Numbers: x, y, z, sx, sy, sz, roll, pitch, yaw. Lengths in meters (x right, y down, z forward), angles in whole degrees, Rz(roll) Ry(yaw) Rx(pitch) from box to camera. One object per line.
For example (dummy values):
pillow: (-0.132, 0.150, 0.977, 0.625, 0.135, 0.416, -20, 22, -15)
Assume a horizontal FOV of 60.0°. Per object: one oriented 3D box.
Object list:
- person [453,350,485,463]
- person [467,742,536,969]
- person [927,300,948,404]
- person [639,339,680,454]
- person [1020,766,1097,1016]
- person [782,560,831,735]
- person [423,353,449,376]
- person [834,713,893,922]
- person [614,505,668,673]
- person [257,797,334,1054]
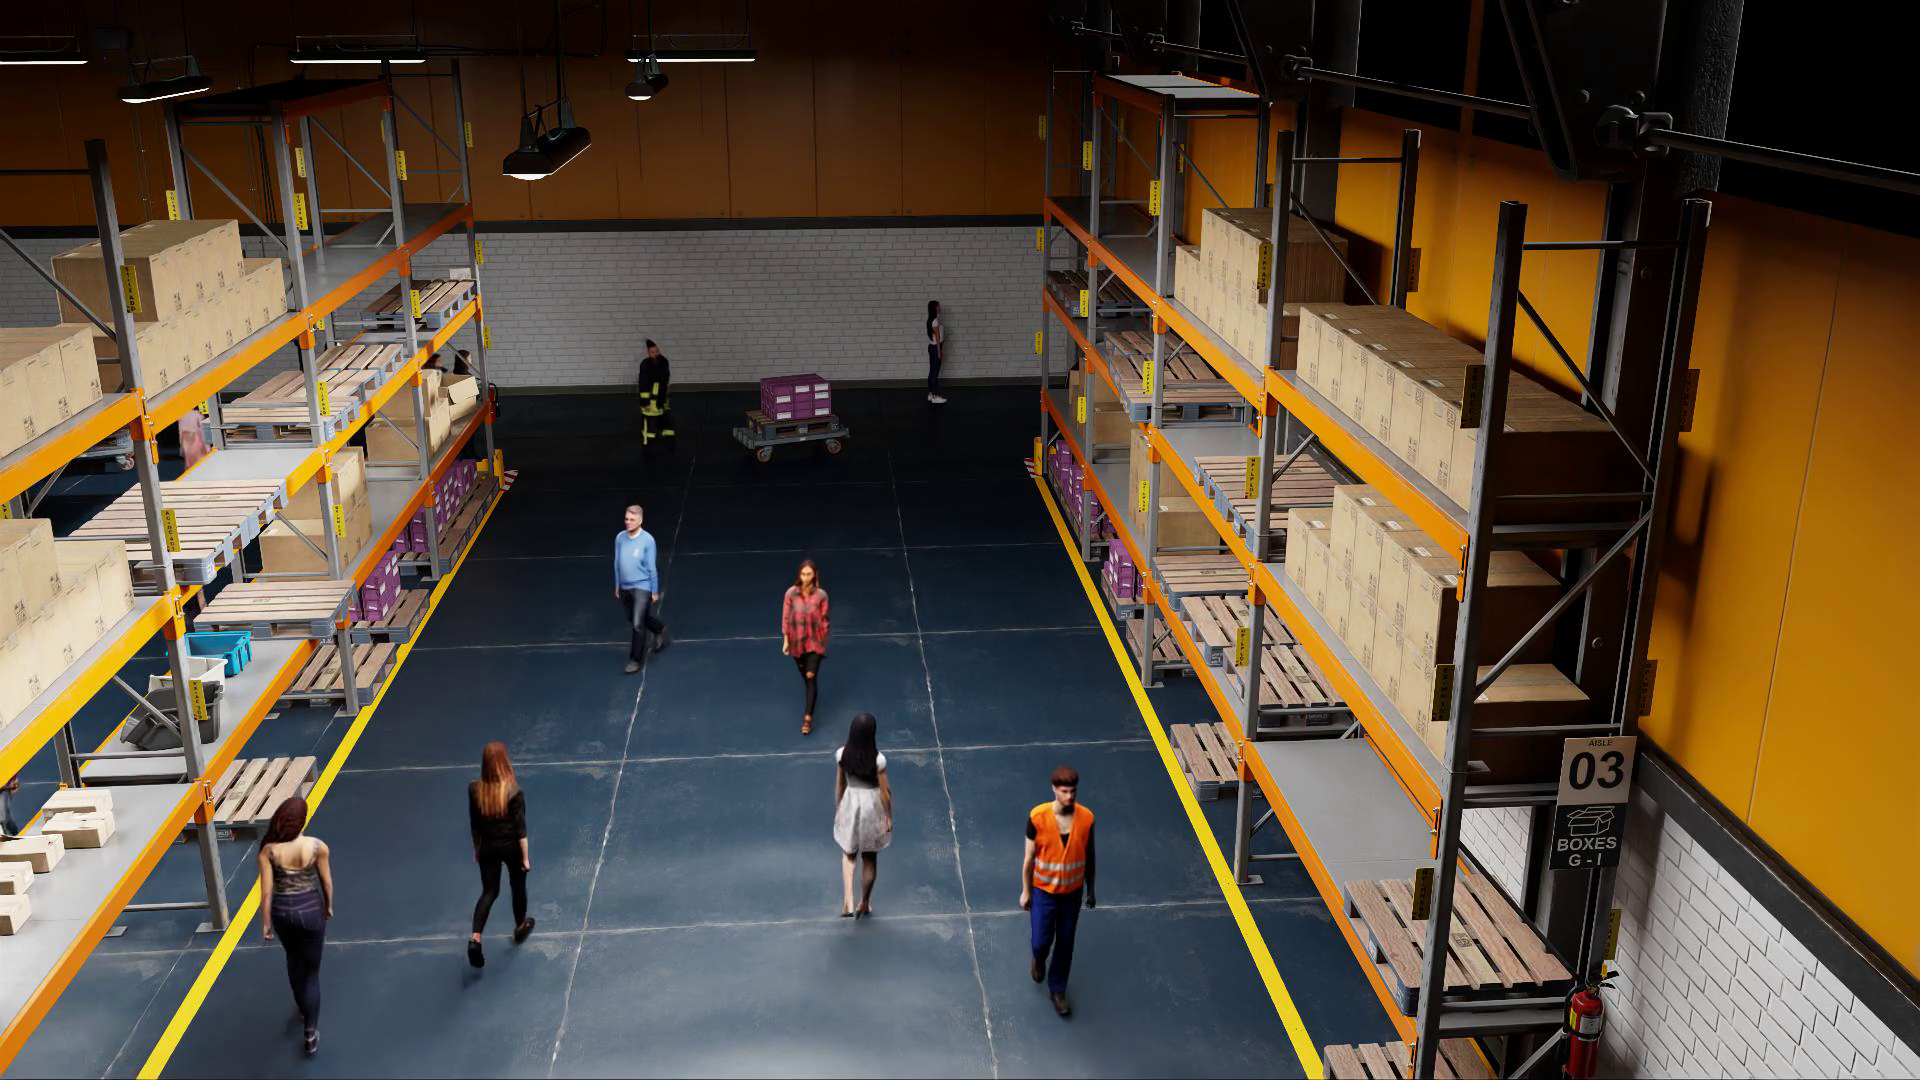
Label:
person: (-7.503, -2.024, 25.224, 0.644, 1.739, 0.715, 18, 25, 42)
person: (-3.448, 2.344, 12.331, 0.786, 1.689, 1.121, 3, 19, 10)
person: (-0.442, -3.278, 28.890, 0.680, 1.774, 0.503, -5, 19, -14)
person: (-4.731, -2.230, 25.698, 1.154, 1.825, 1.077, 15, 24, 37)
person: (0.667, 2.420, 11.814, 0.725, 1.875, 0.825, -3, 19, -9)
person: (-1.504, 0.990, 16.394, 0.819, 1.662, 1.180, 3, 19, 10)
person: (-8.259, -2.214, 26.165, 0.731, 1.497, 0.640, 5, 19, 16)
person: (-0.772, 2.172, 12.716, 0.791, 1.768, 0.894, 5, 19, 13)
person: (-3.411, 0.468, 17.732, 1.009, 1.796, 1.185, 9, 20, 24)
person: (-4.511, 2.660, 11.343, 0.732, 1.720, 0.974, -6, 19, -17)
